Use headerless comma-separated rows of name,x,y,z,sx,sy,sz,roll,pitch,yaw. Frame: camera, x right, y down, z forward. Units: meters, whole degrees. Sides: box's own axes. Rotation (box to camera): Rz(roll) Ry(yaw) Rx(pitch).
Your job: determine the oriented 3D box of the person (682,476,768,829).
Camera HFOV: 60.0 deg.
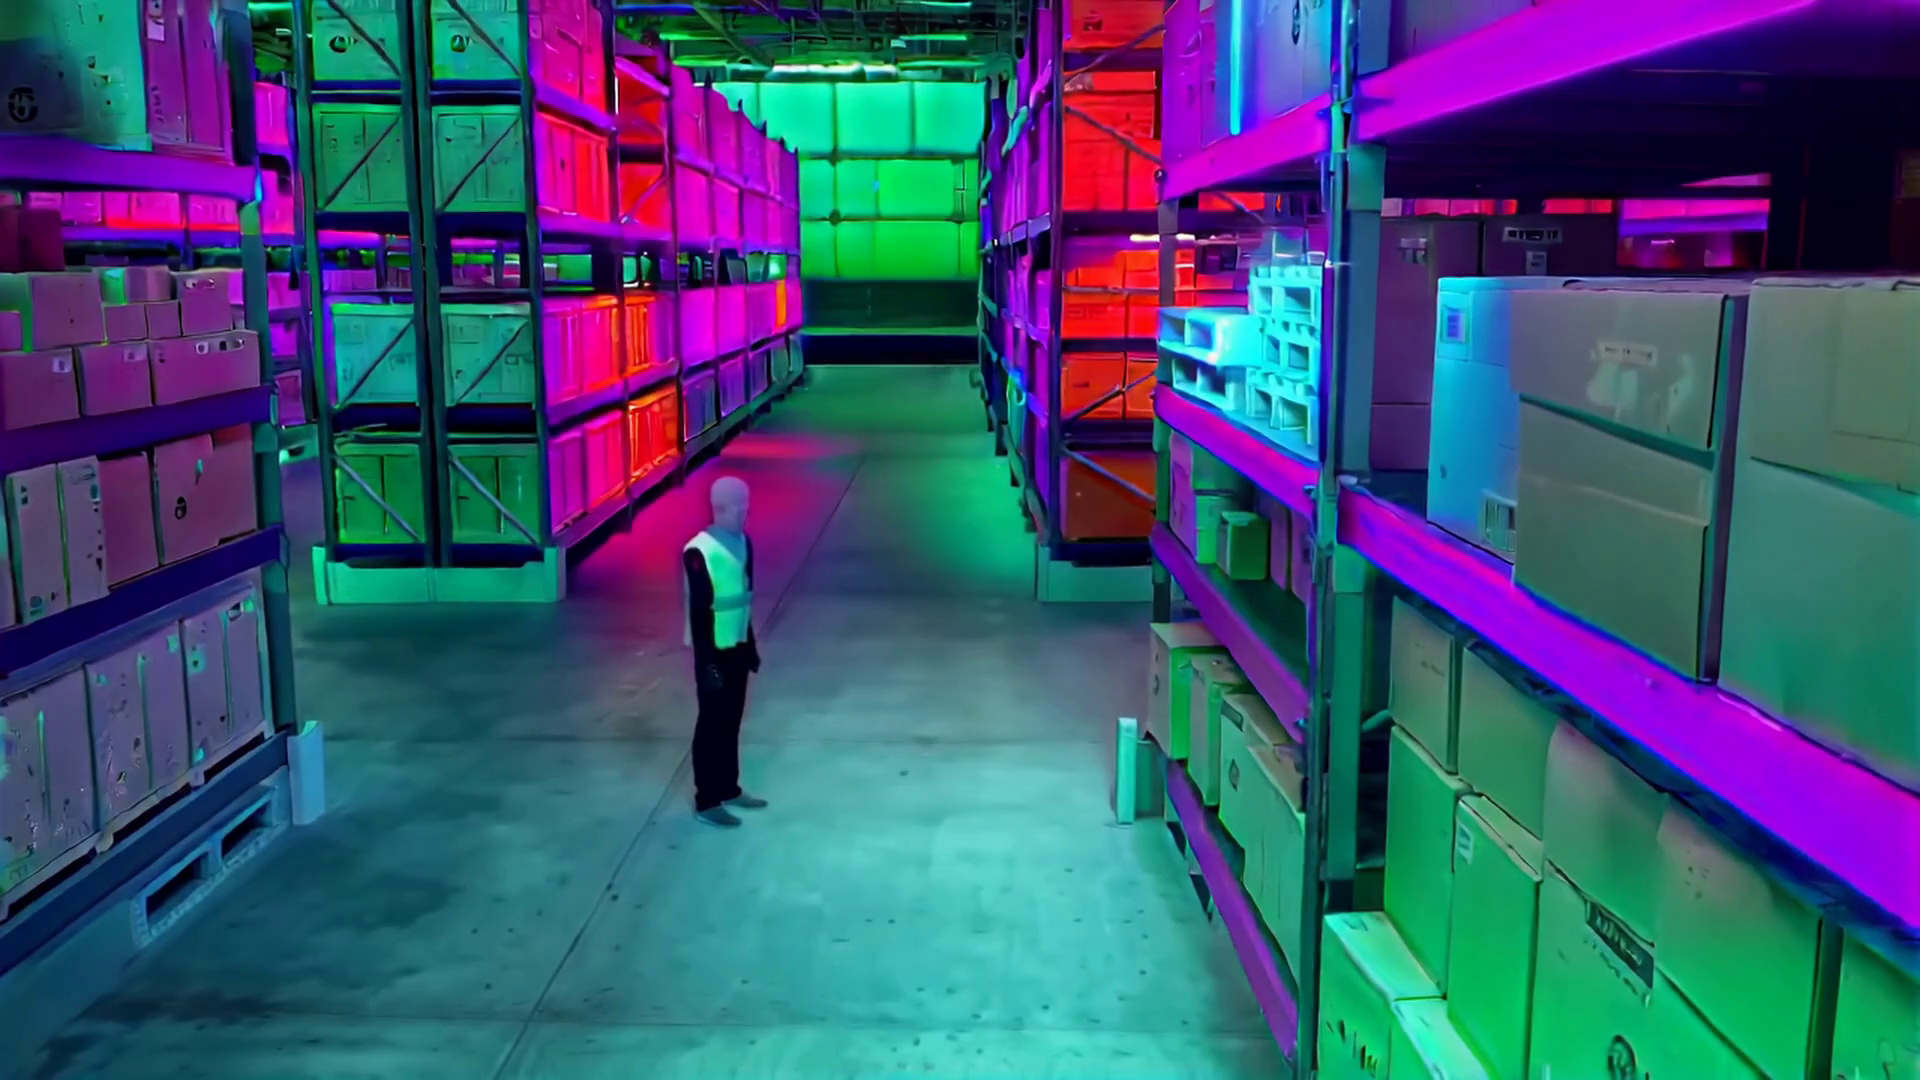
person,-1.301,0.599,9.140,0.392,1.915,0.587,3,10,19
